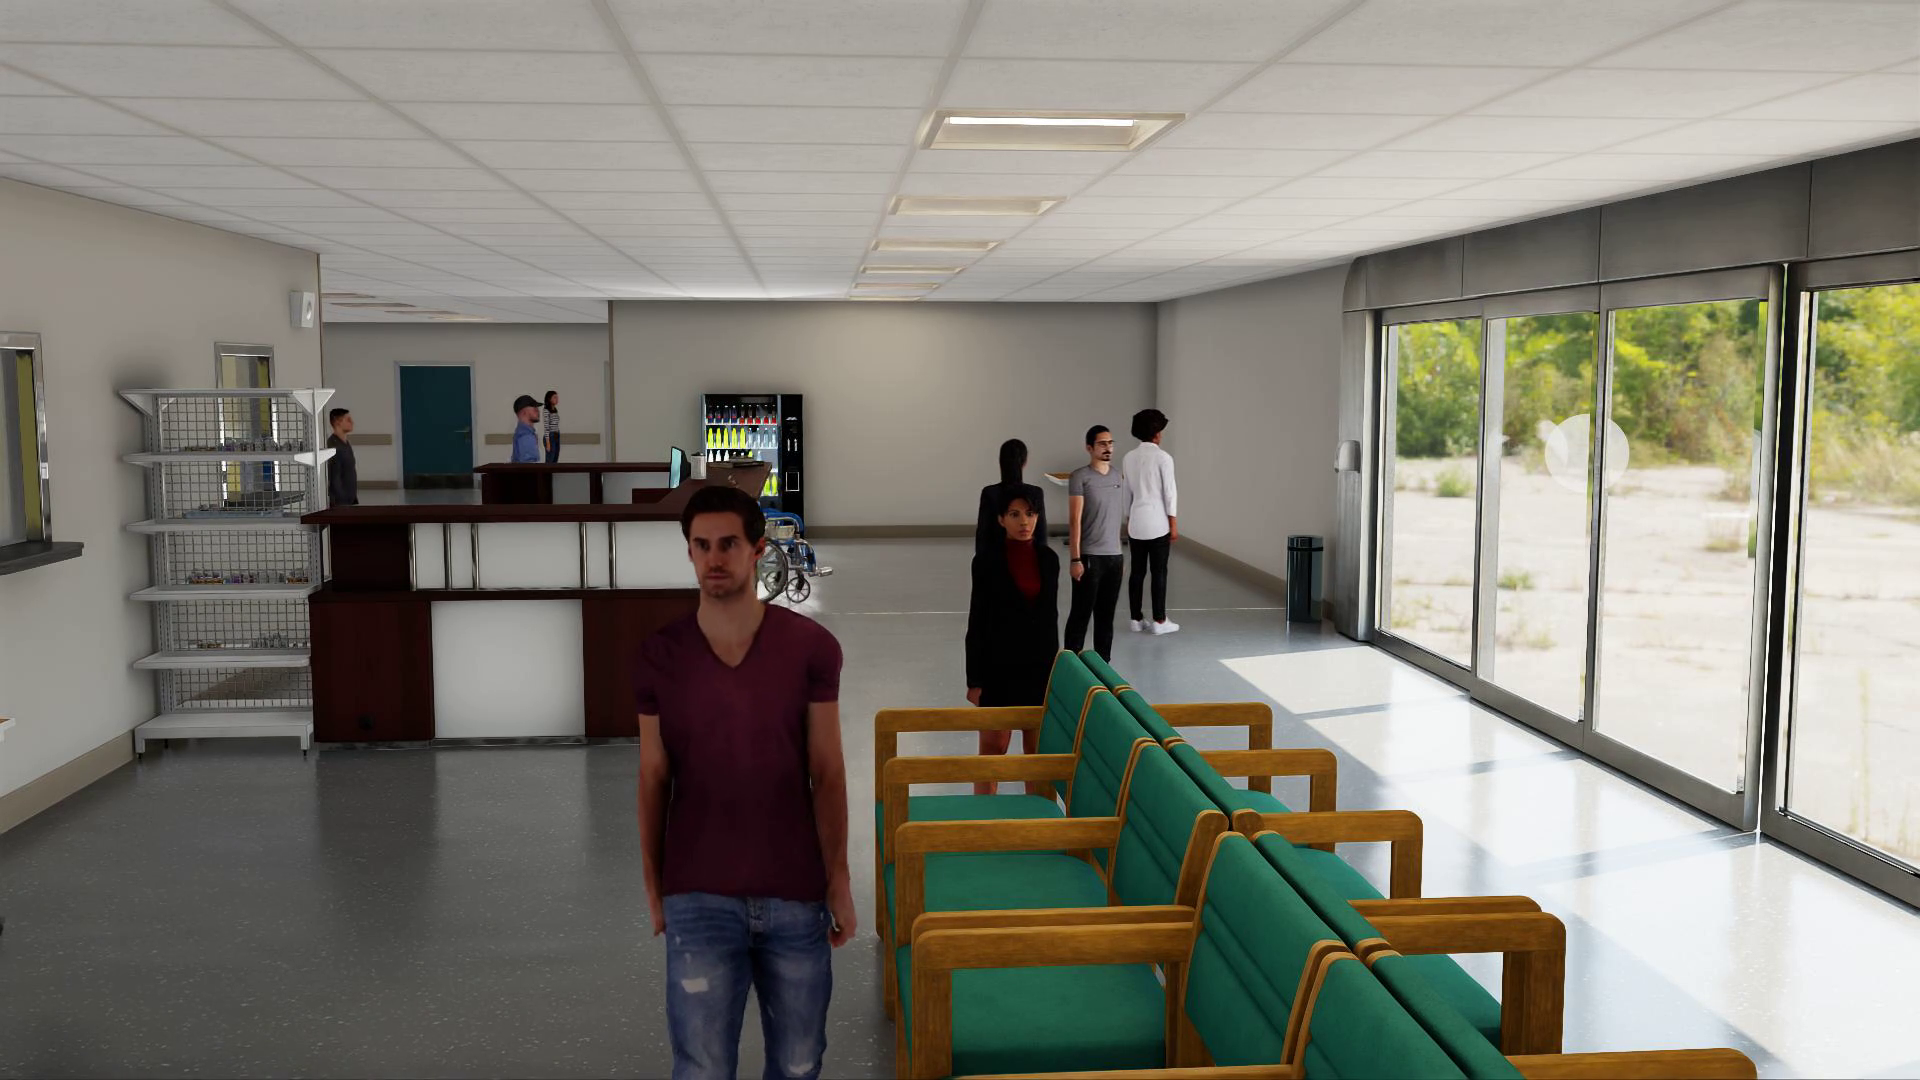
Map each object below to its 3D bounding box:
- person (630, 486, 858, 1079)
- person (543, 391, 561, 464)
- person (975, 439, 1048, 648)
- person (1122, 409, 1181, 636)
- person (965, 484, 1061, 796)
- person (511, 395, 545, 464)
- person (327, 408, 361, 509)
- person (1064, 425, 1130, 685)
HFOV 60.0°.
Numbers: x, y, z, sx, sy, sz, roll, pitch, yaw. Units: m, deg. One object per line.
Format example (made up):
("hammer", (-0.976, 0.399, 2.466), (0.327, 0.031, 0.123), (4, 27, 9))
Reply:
("person", (-0.483, 0.795, 3.916), (1.069, 1.817, 0.722), (0, 6, -5))
("person", (-6.888, -1.623, 28.061), (0.599, 1.795, 0.649), (1, 6, 11))
("person", (0.298, 0.252, 9.847), (0.419, 1.710, 0.635), (-1, 6, -6))
("person", (1.526, -0.156, 13.412), (0.717, 1.809, 0.780), (5, 7, 39))
("person", (0.238, 0.590, 6.841), (0.614, 1.640, 0.695), (-2, 6, -18))
("person", (-4.189, -0.399, 15.670), (1.178, 1.840, 0.759), (-1, 6, -12))
("person", (-5.943, -0.343, 15.748), (1.143, 1.713, 0.664), (0, 6, -2))
("person", (0.905, 0.111, 11.028), (0.662, 1.754, 0.760), (-5, 8, -40))
